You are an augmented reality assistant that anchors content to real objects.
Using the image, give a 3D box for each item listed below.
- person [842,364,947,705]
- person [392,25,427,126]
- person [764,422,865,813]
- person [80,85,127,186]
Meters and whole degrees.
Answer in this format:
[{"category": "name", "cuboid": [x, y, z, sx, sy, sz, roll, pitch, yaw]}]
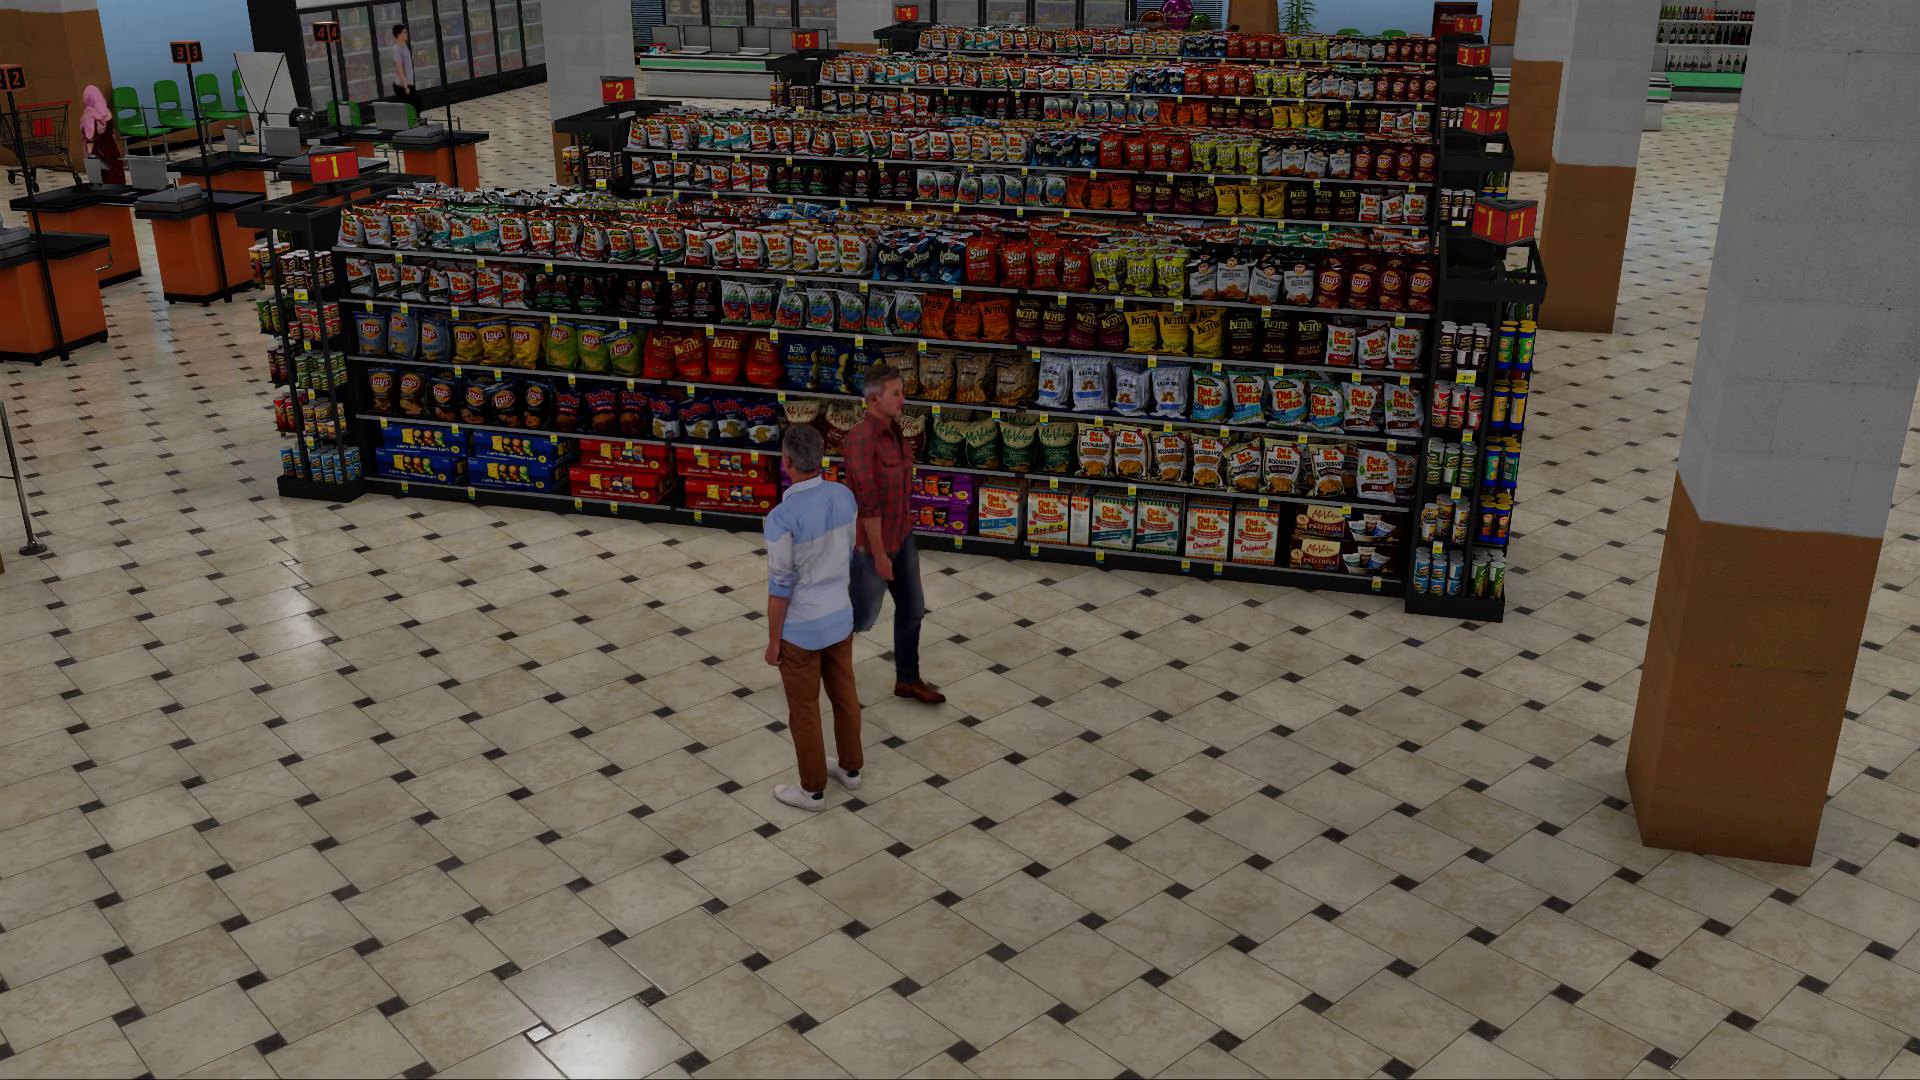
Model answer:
[{"category": "person", "cuboid": [-0.499, -0.002, 8.451, 1.139, 1.806, 0.790, 9, 24, 22]}, {"category": "person", "cuboid": [-8.826, -7.121, 26.132, 1.144, 1.833, 0.864, 1, 22, 2]}, {"category": "person", "cuboid": [-0.663, 0.352, 7.545, 0.729, 1.825, 0.763, 18, 28, 38]}, {"category": "person", "cuboid": [-10.648, -4.823, 20.674, 0.577, 1.638, 0.648, 6, 23, 15]}]
